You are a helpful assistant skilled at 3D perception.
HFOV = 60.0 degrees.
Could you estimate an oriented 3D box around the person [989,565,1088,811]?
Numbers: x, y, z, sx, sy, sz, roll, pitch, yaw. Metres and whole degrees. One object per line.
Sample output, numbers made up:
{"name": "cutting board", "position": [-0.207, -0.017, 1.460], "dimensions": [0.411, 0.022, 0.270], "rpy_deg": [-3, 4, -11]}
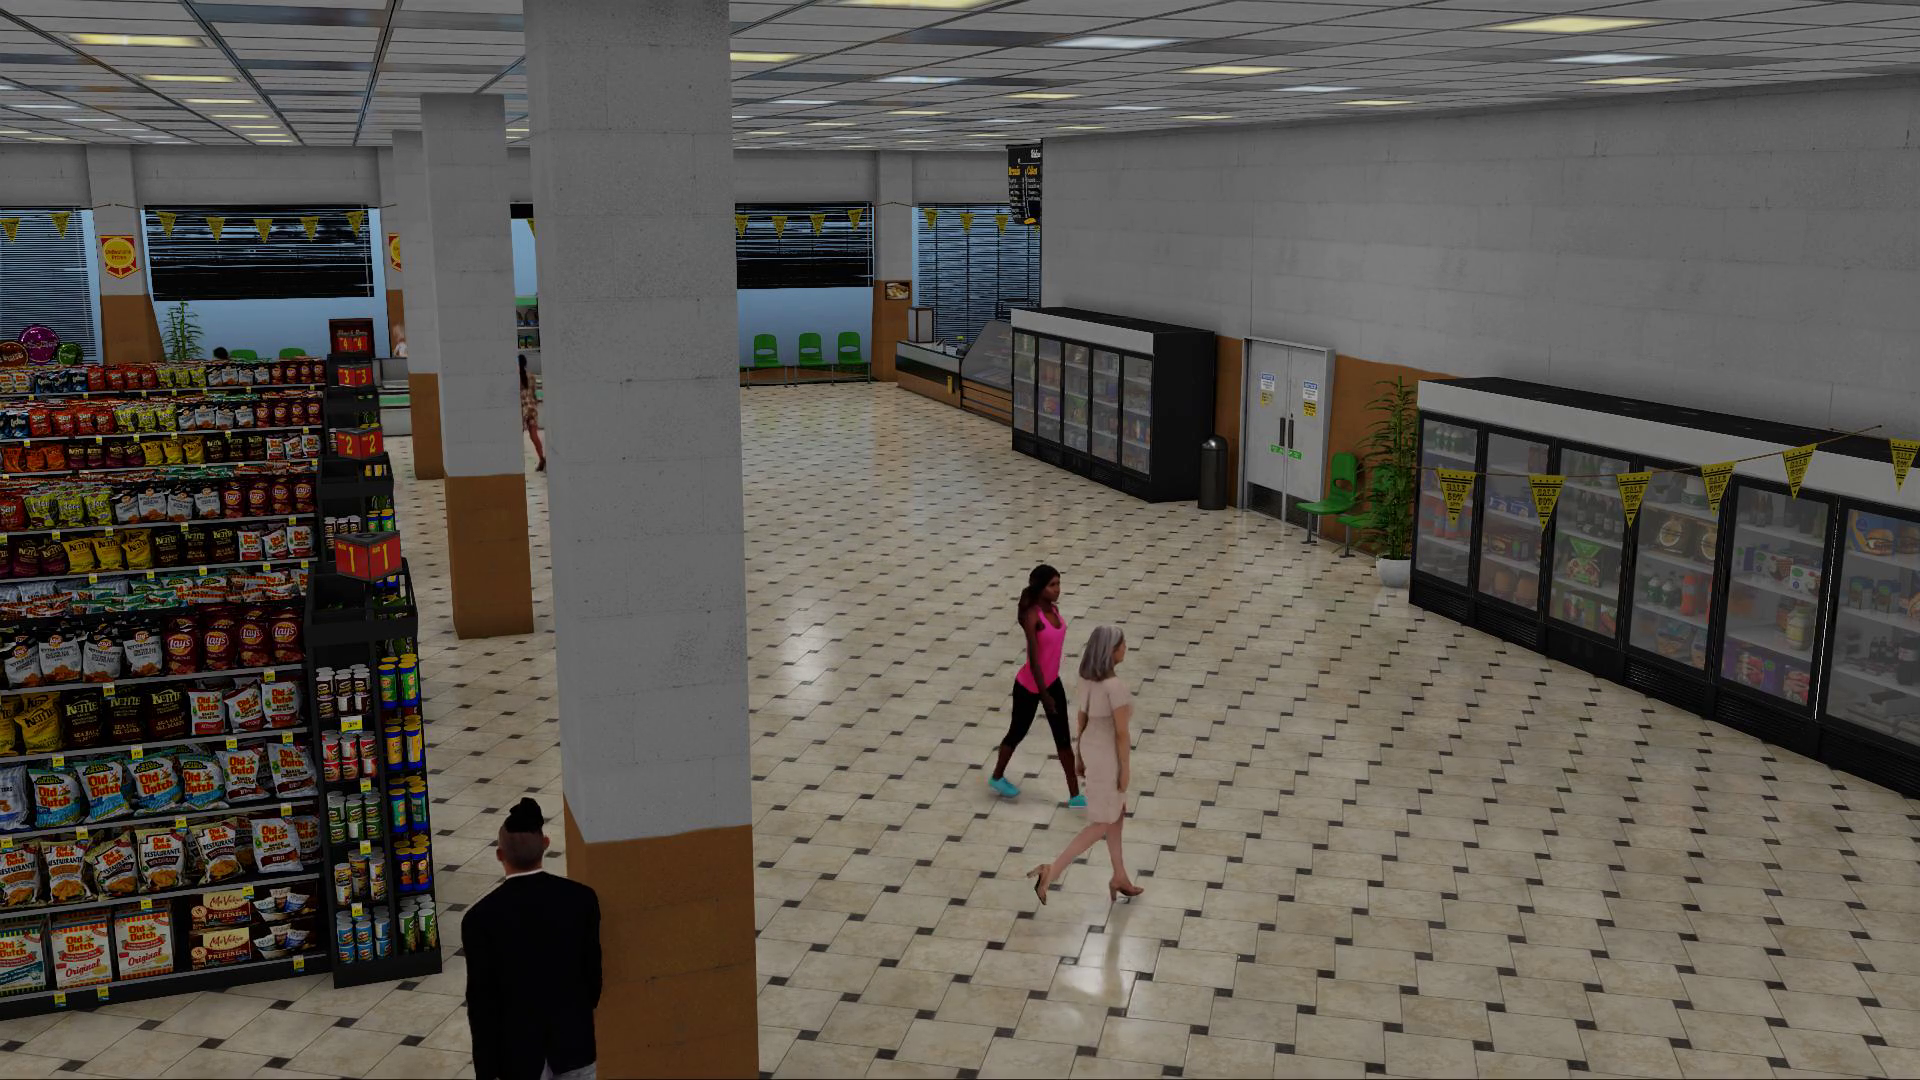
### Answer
{"name": "person", "position": [0.461, 1.012, 11.331], "dimensions": [0.970, 1.677, 1.114], "rpy_deg": [11, 16, 42]}

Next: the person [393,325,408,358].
{"name": "person", "position": [-10.190, -3.099, 30.733], "dimensions": [0.649, 1.726, 0.615], "rpy_deg": [-3, 12, -15]}

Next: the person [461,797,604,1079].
{"name": "person", "position": [-1.547, 1.958, 6.305], "dimensions": [1.170, 1.895, 0.825], "rpy_deg": [-5, 13, -22]}

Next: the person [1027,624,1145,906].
{"name": "person", "position": [0.762, 1.351, 9.626], "dimensions": [1.118, 1.714, 0.739], "rpy_deg": [-7, 14, -31]}

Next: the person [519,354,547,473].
{"name": "person", "position": [-6.407, -1.824, 24.669], "dimensions": [0.931, 1.730, 1.138], "rpy_deg": [10, 16, 40]}
